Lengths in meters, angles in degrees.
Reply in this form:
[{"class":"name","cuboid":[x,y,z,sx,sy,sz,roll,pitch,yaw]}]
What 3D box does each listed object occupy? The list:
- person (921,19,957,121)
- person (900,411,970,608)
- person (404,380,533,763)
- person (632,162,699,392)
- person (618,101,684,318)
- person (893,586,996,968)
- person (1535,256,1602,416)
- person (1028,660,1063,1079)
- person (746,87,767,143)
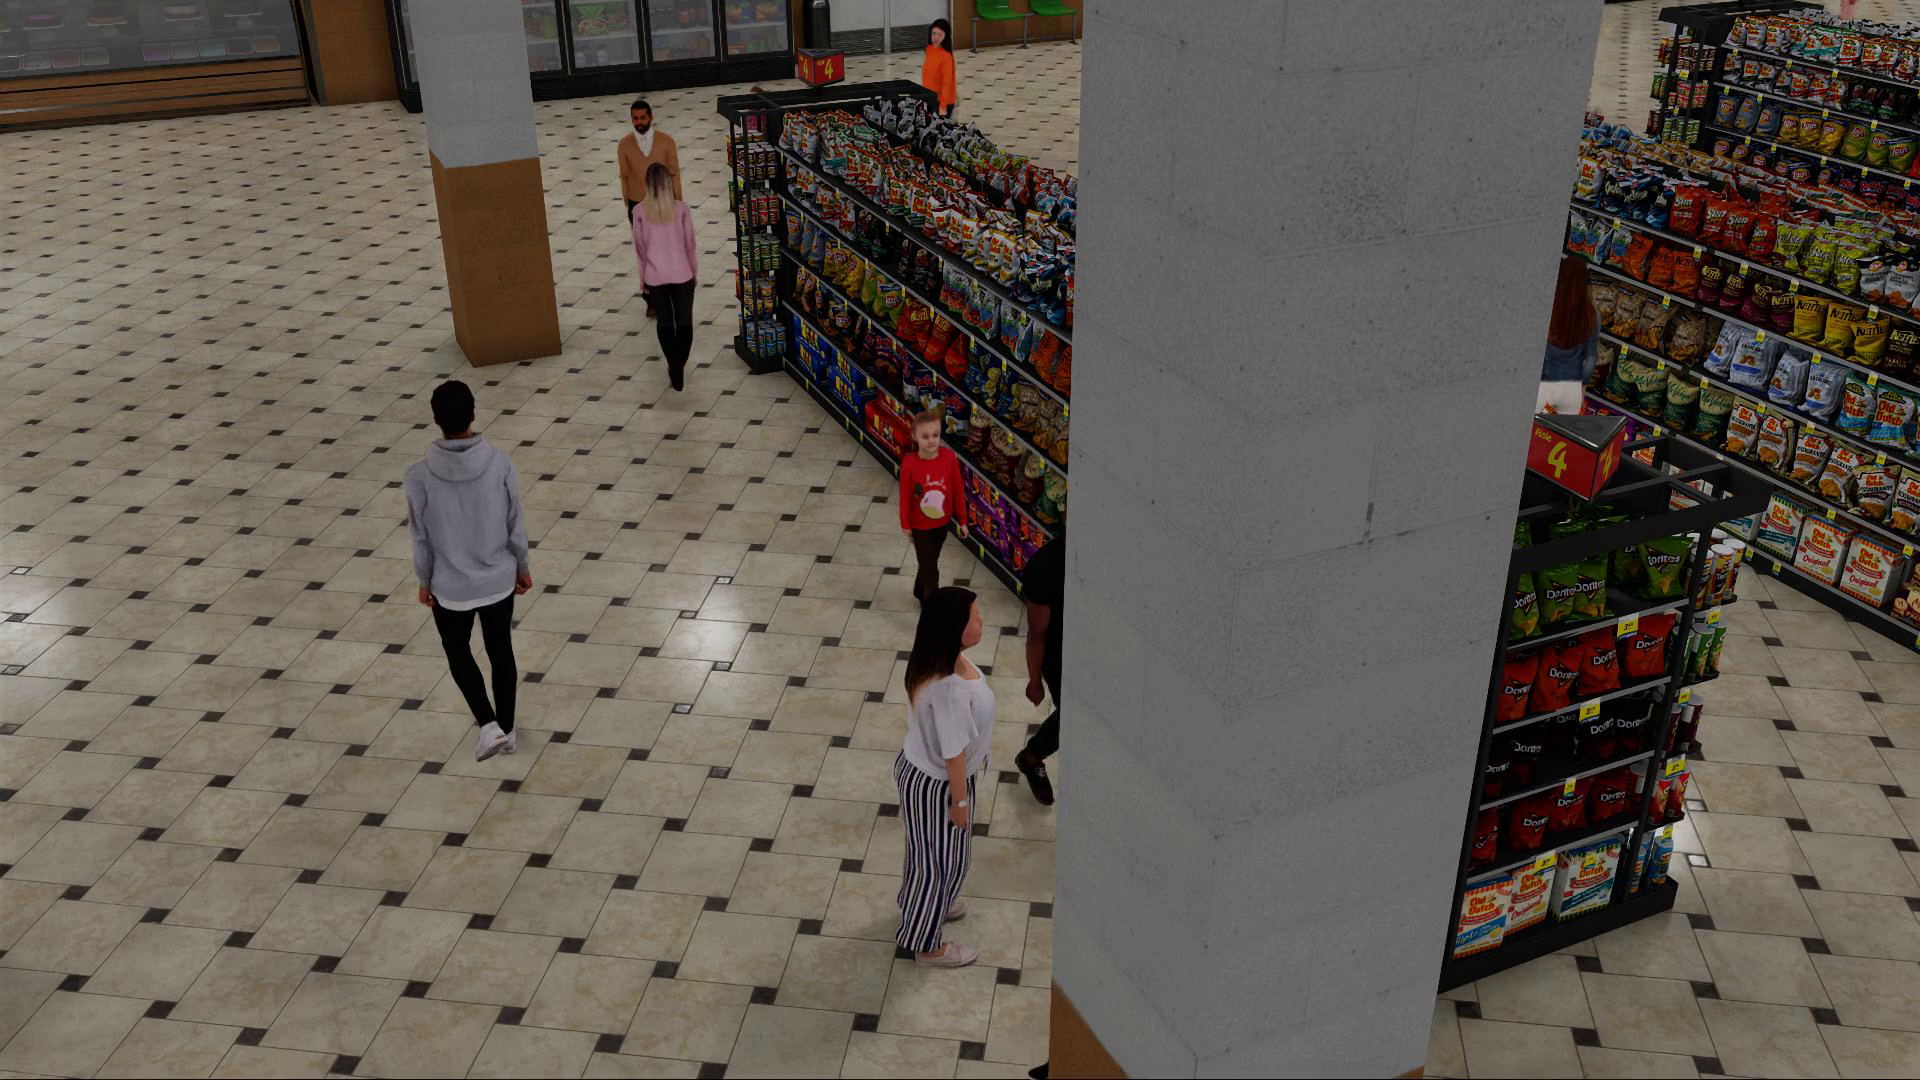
[{"class":"person","cuboid":[-0.189,-4.564,17.341,0.875,1.716,0.543,-6,28,-12]},{"class":"person","cuboid":[-0.178,-0.113,9.079,0.507,1.251,0.900,-13,30,-24]},{"class":"person","cuboid":[-2.232,0.212,7.704,0.681,1.915,0.840,-12,29,-23]},{"class":"person","cuboid":[-2.133,-1.895,12.128,0.826,1.670,1.075,-2,27,-5]},{"class":"person","cuboid":[-2.529,-2.772,13.790,0.852,1.732,1.156,-4,27,-7]},{"class":"person","cuboid":[-0.081,0.924,6.566,0.811,1.675,0.681,-4,27,-8]},{"class":"person","cuboid":[3.615,-0.894,10.119,0.687,1.703,0.675,1,27,3]},{"class":"person","cuboid":[0.595,1.202,5.811,0.915,1.861,0.901,-3,27,-6]},{"class":"person","cuboid":[-2.112,-4.256,17.510,0.694,1.014,0.714,13,29,23]}]
